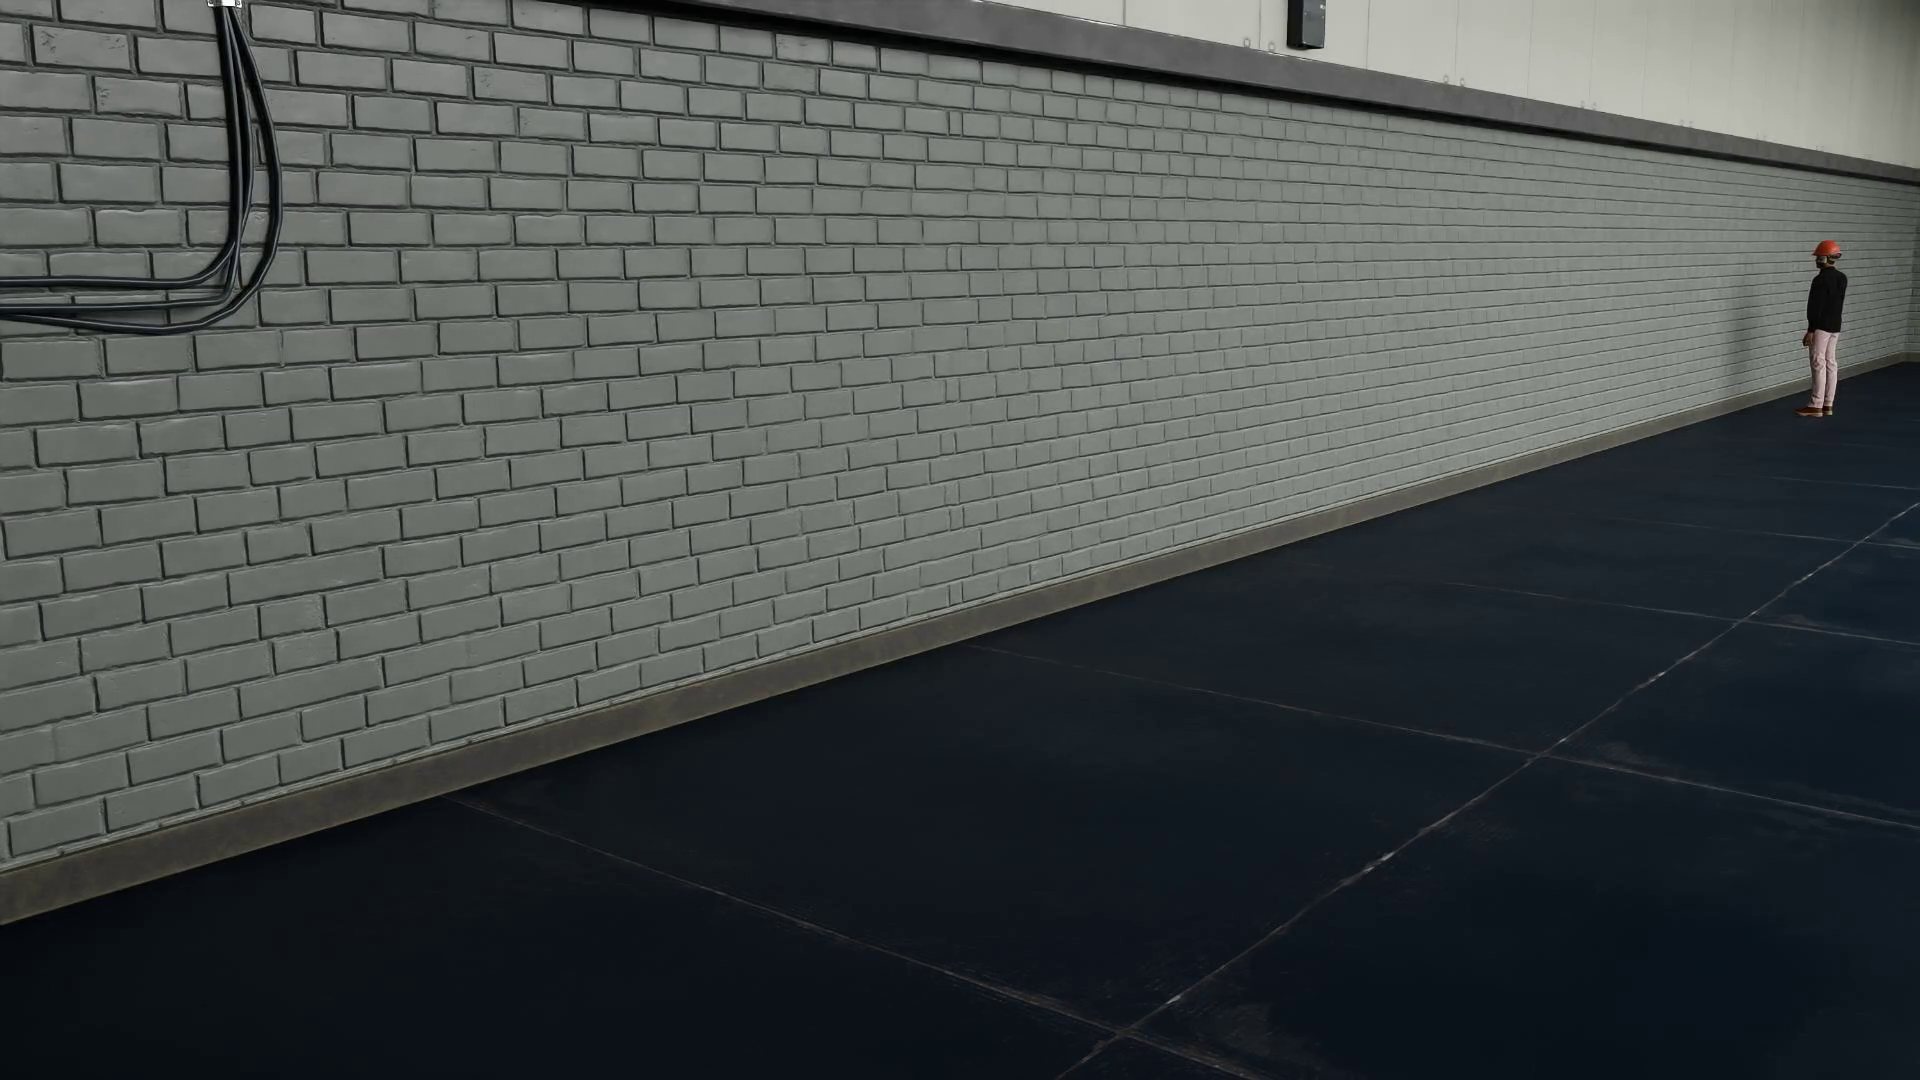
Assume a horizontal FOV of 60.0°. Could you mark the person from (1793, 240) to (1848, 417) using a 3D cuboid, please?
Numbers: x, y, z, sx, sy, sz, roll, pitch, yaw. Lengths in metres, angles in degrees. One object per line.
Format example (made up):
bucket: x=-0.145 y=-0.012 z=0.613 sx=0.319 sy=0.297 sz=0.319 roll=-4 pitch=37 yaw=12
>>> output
person: x=9.863 y=-2.417 z=19.030 sx=0.611 sy=1.996 sz=0.378 roll=-7 pitch=13 yaw=-36
